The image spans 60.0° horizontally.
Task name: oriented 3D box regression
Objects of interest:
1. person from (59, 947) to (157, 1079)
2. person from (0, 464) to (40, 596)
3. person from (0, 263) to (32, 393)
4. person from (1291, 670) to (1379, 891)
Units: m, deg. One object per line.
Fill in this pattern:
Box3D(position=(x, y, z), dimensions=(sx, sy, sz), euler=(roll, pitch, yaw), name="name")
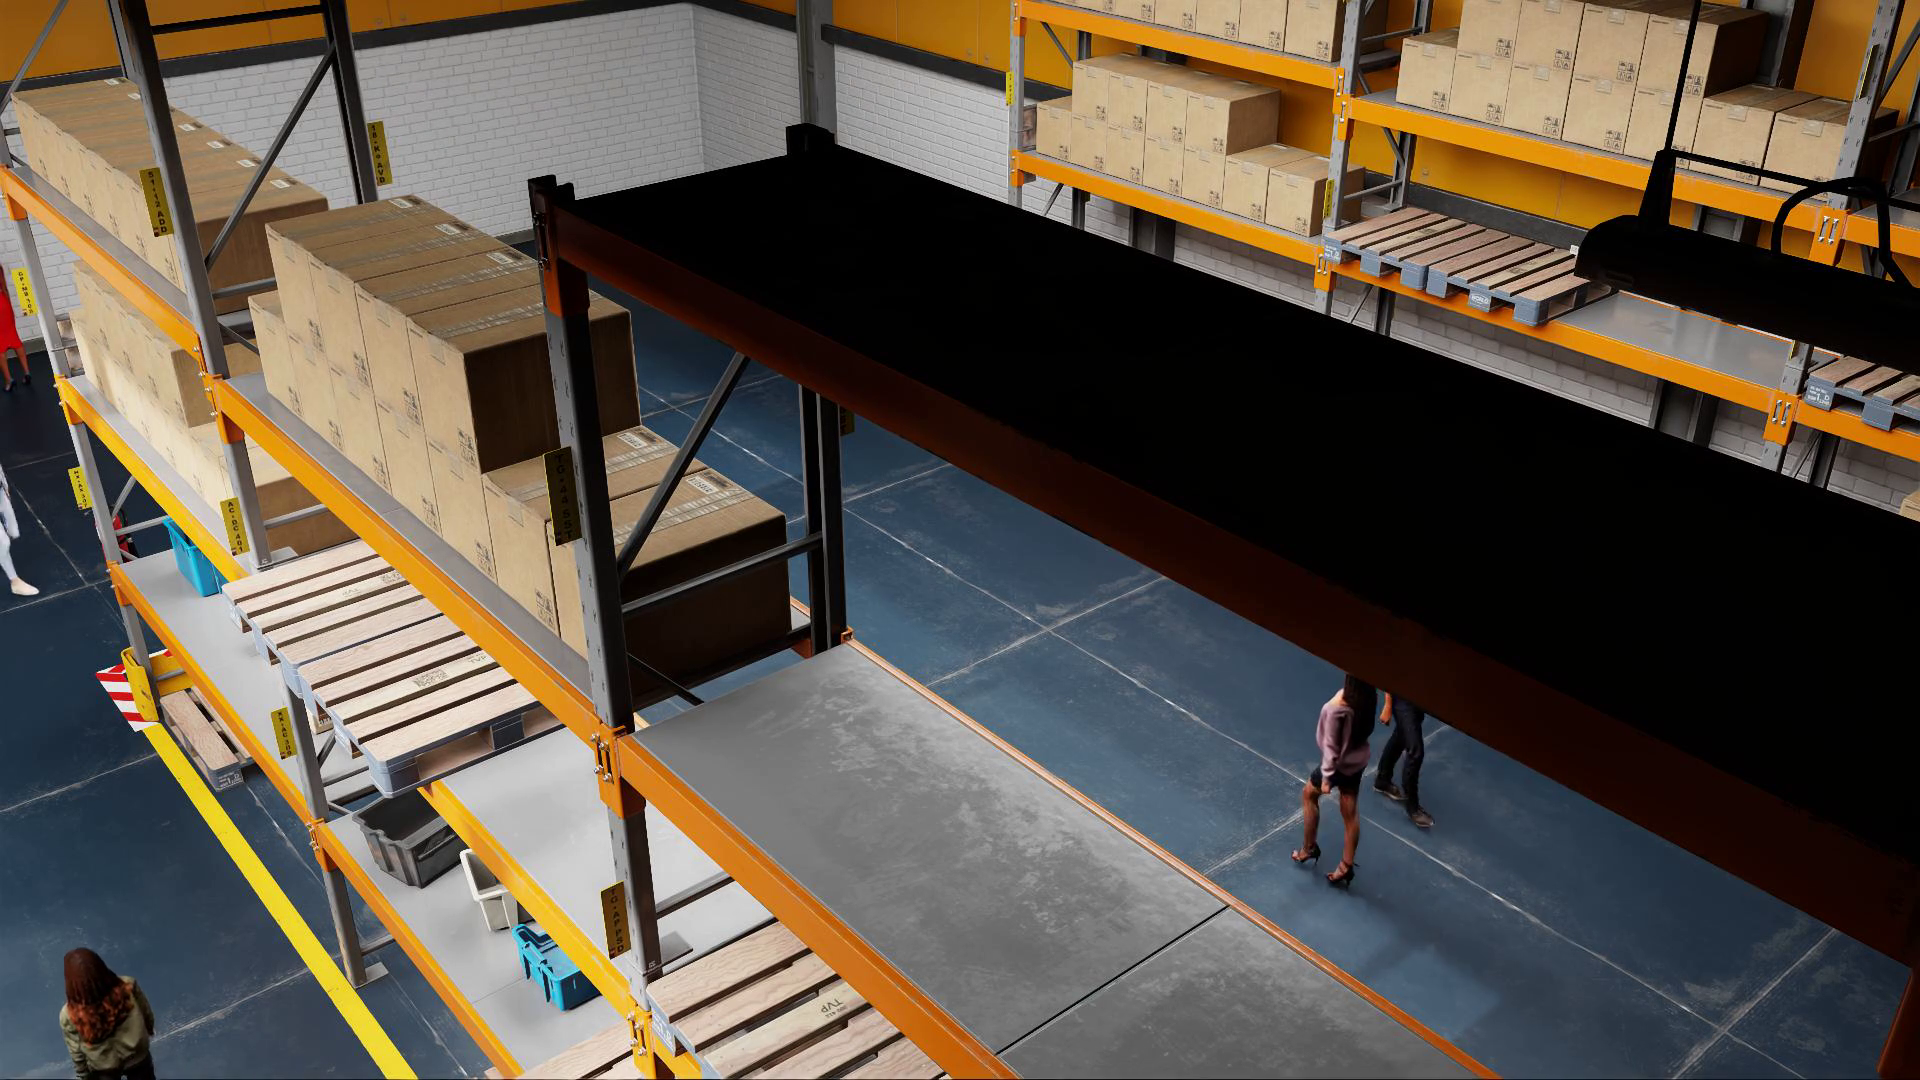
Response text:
Box3D(position=(-4.417, 2.793, 8.805), dimensions=(0.621, 1.443, 0.990), euler=(-20, 34, -32), name="person")
Box3D(position=(-8.358, -0.341, 14.196), dimensions=(1.007, 1.783, 0.886), euler=(8, 30, 14), name="person")
Box3D(position=(-10.506, -2.464, 18.126), dimensions=(0.580, 1.747, 0.616), euler=(18, 33, 30), name="person")
Box3D(position=(2.558, 1.519, 10.774), dimensions=(0.646, 1.794, 0.693), euler=(-21, 35, -34), name="person")
